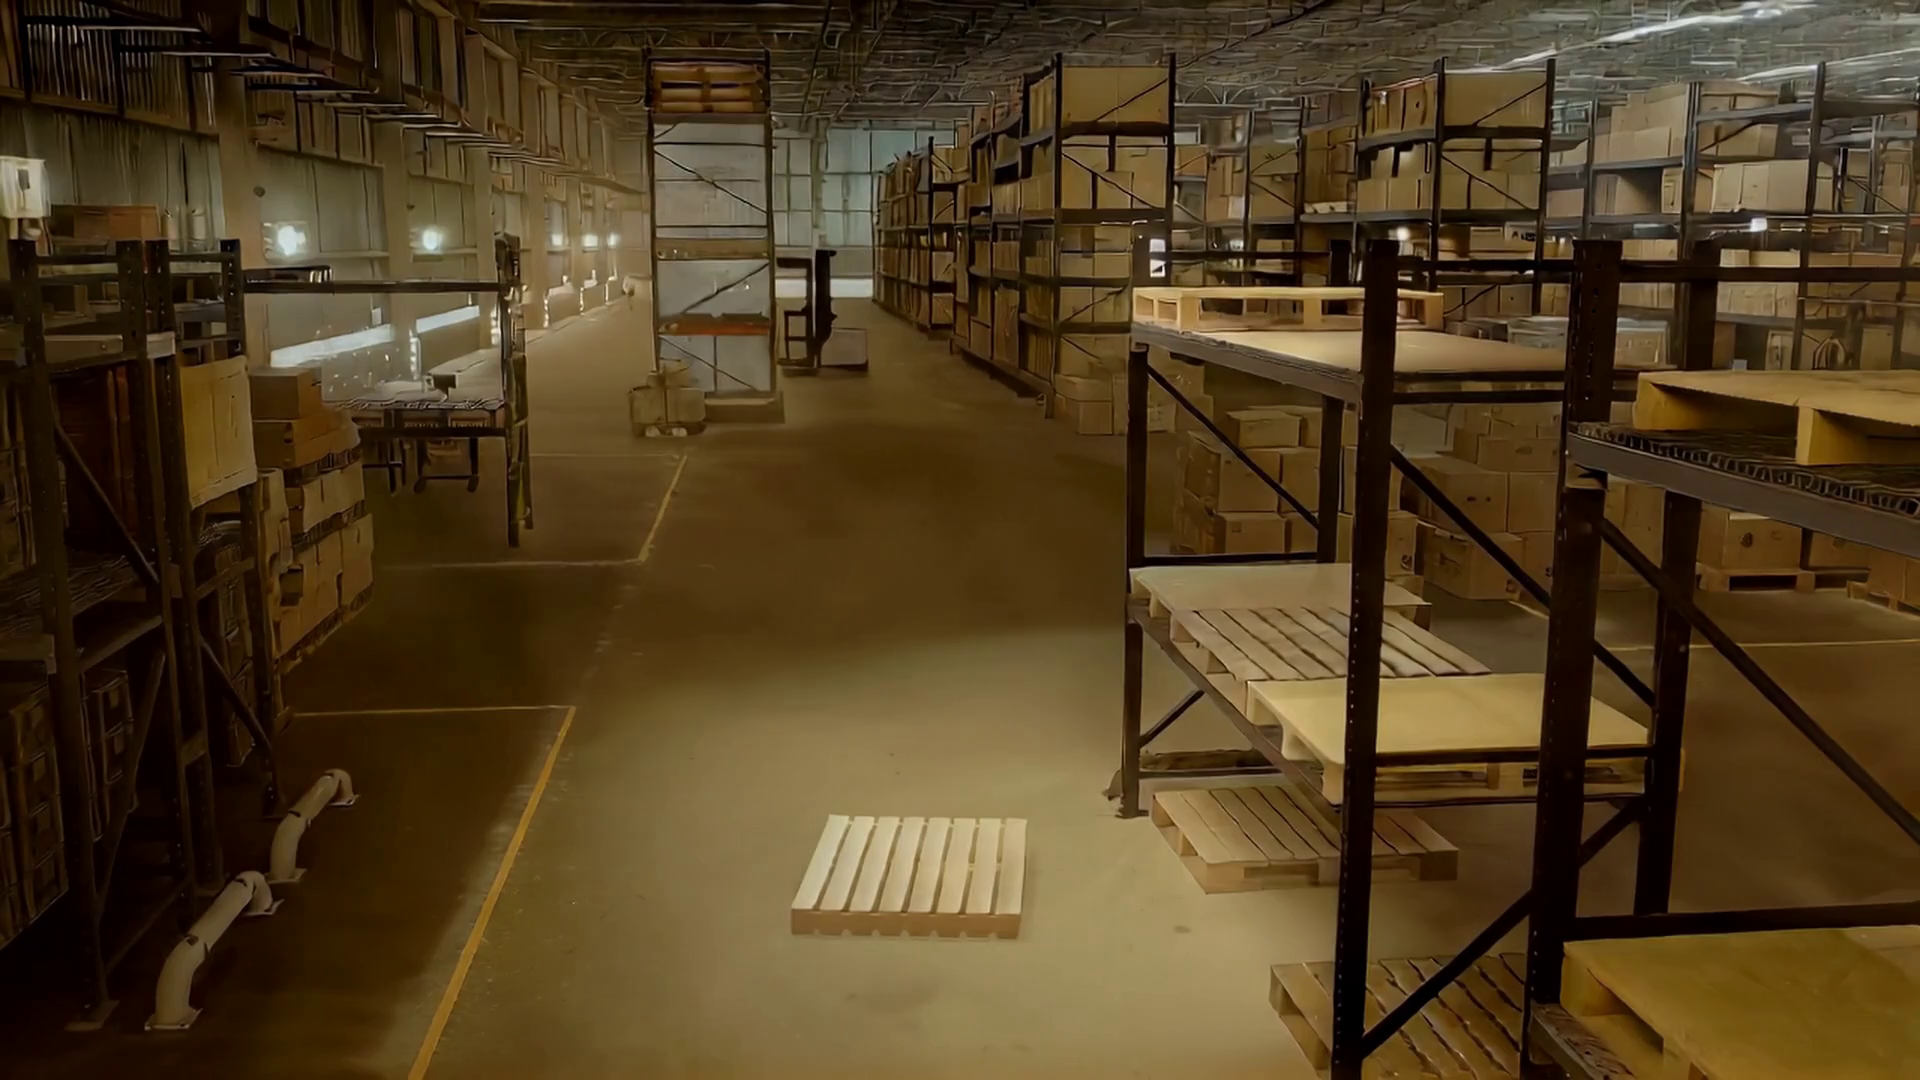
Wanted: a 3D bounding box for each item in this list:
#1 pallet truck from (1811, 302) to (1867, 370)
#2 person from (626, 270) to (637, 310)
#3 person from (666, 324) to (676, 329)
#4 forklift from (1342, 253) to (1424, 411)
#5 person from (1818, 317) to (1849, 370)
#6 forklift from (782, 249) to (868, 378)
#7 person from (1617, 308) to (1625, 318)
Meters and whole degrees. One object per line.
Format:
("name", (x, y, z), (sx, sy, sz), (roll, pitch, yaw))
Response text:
("pallet truck", (15.846, -3.142, 28.793), (1.885, 1.965, 0.823), (2, 10, 12))
("person", (-14.181, -10.794, 71.929), (0.483, 1.735, 0.340), (-8, 13, -36))
("person", (-8.816, -6.996, 50.711), (0.566, 1.806, 0.964), (-3, 11, -15))
("forklift", (6.510, -2.962, 25.347), (1.129, 2.768, 1.873), (4, 11, 21))
("person", (12.880, -2.343, 24.618), (0.389, 1.910, 0.590), (7, 12, 34))
("forklift", (-2.998, -5.013, 36.709), (1.873, 2.768, 1.129), (-1, 10, -6))
("person", (11.598, -3.189, 29.483), (0.619, 1.845, 0.430), (10, 14, 43))
